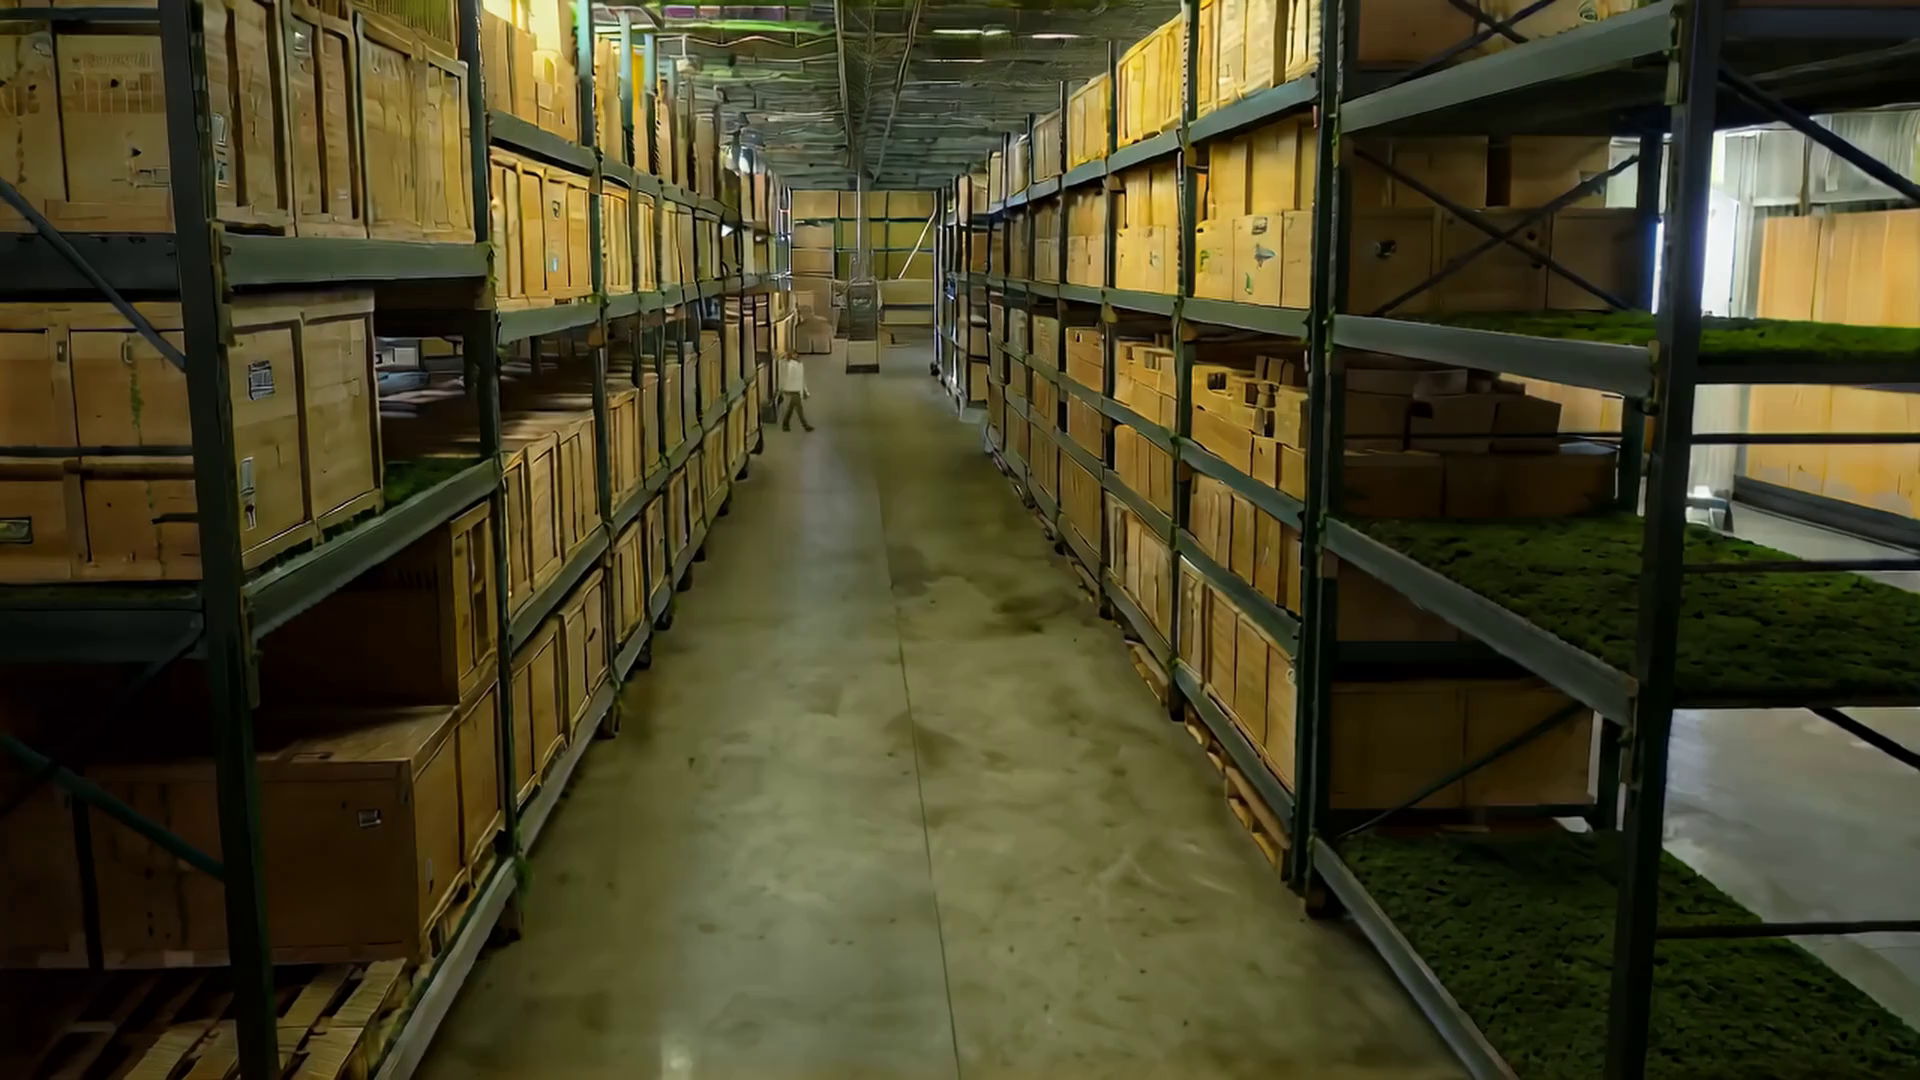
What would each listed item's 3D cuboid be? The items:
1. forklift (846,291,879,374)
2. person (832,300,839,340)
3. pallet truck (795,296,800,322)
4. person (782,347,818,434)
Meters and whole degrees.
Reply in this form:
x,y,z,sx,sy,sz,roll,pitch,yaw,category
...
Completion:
x,y,z,sx,sy,sz,roll,pitch,yaw,category
-3.365,-7.152,57.190,1.129,2.768,1.873,-1,10,-4,forklift
-6.141,-10.829,81.959,0.377,1.940,0.629,1,10,6,person
-8.622,-12.439,91.403,1.885,1.965,0.823,2,10,13,pallet truck
-3.614,-3.342,37.225,1.037,1.935,0.645,4,10,22,person
